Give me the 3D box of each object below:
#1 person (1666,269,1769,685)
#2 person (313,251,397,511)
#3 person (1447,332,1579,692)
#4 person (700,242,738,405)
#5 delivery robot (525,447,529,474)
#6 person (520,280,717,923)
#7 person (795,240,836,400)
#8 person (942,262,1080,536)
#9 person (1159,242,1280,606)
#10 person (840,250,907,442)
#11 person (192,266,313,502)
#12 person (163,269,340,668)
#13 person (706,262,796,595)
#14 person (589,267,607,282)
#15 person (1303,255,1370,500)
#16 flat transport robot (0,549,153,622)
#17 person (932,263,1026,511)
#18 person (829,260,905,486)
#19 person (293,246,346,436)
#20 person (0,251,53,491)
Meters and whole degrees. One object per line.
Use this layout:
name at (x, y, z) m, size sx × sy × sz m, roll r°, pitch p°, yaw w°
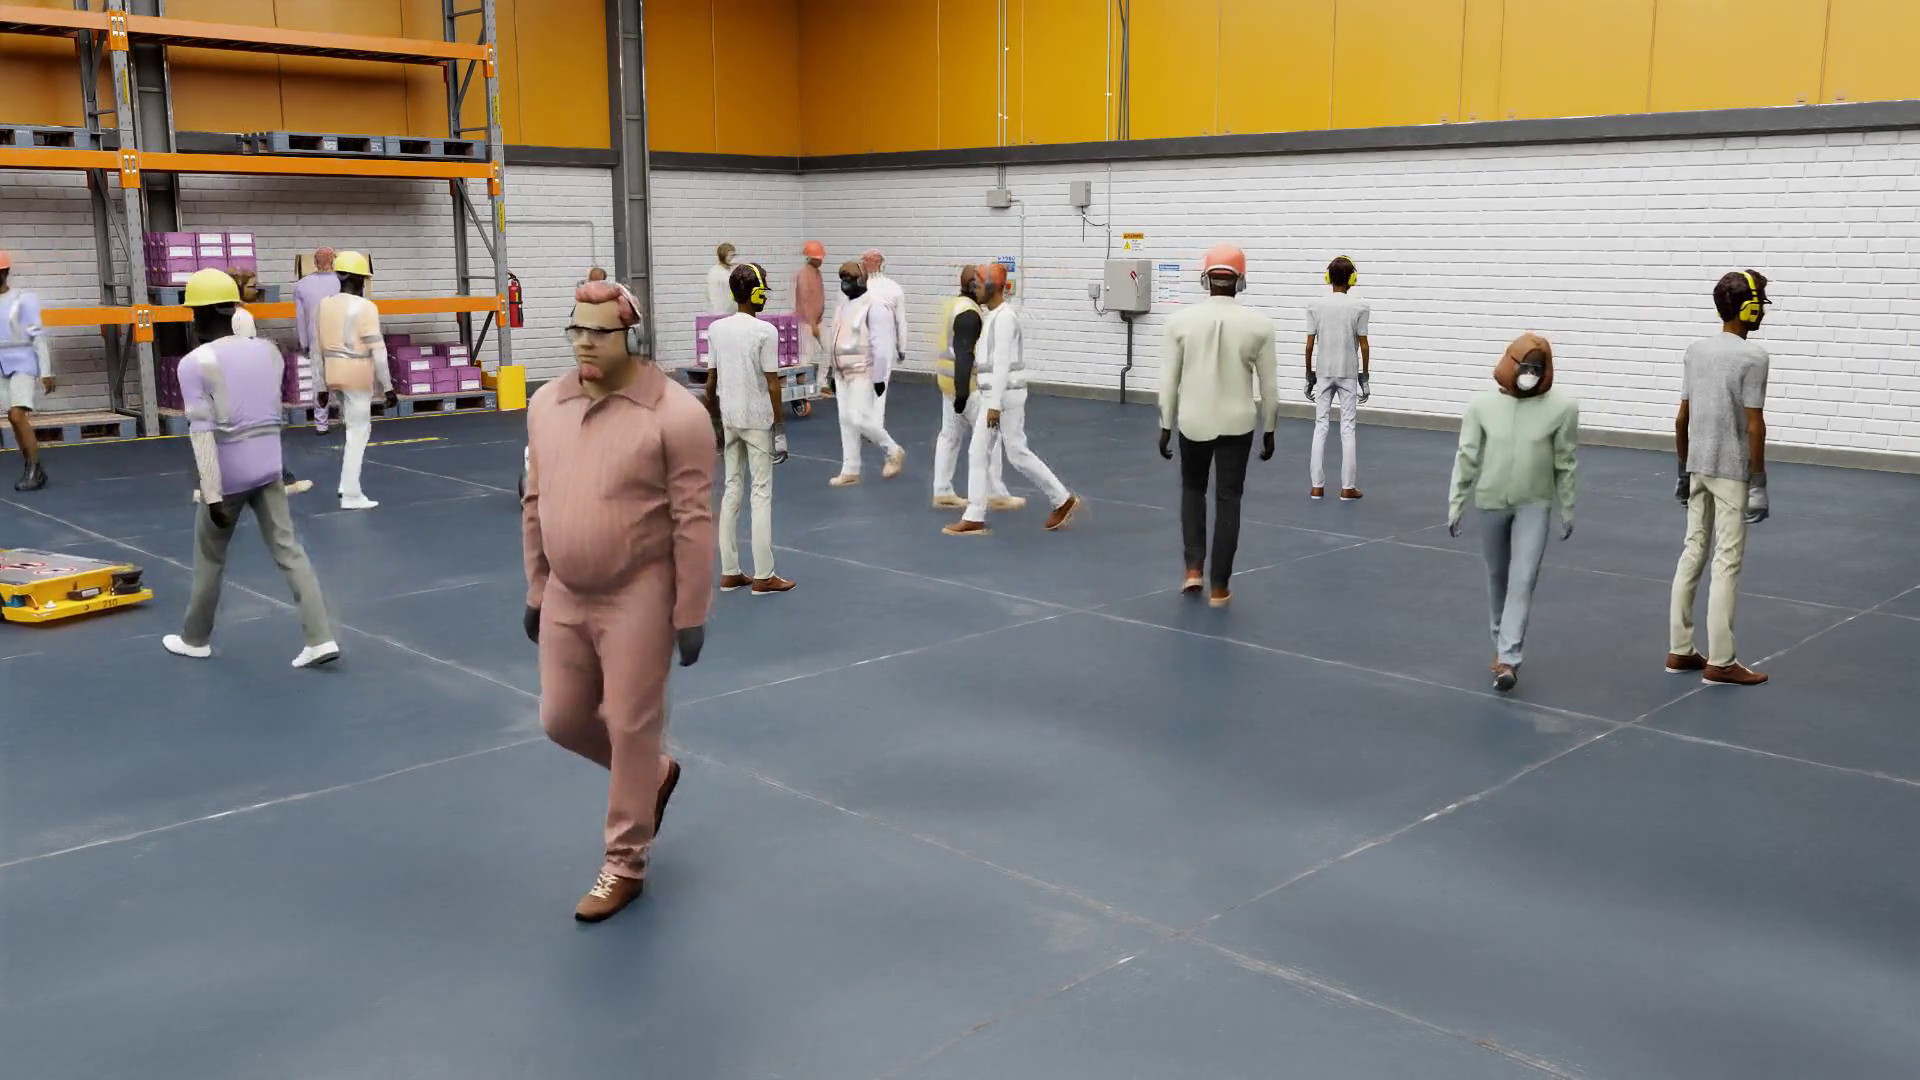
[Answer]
person at (3.464, -0.283, 7.554) m, size 0.335 × 1.873 × 0.521 m, roll -3°, pitch 11°, yaw -16°
person at (-4.467, -1.171, 12.311) m, size 0.594 × 1.905 × 0.516 m, roll 7°, pitch 12°, yaw 32°
person at (2.447, -0.123, 7.421) m, size 0.530 × 1.579 × 0.879 m, roll 5°, pitch 11°, yaw 25°
person at (-2.845, -2.590, 19.962) m, size 0.454 × 1.940 × 0.801 m, roll 3°, pitch 11°, yaw 13°
delivery robot at (-3.073, -0.576, 12.483) m, size 0.477 × 0.478 × 0.707 m, roll -3°, pitch 11°, yaw -18°
person at (-1.031, 0.161, 5.062) m, size 0.662 × 1.891 × 0.611 m, roll 5°, pitch 11°, yaw 23°
person at (-1.757, -2.669, 20.316) m, size 0.605 × 1.959 × 0.637 m, roll 4°, pitch 11°, yaw 19°
person at (0.356, -0.947, 11.229) m, size 0.908 × 1.856 × 0.583 m, roll -2°, pitch 11°, yaw -13°
person at (1.436, -0.639, 9.185) m, size 0.662 × 1.974 × 0.571 m, roll 2°, pitch 11°, yaw 12°
person at (-0.855, -1.934, 16.549) m, size 0.668 × 1.865 × 0.915 m, roll 0°, pitch 10°, yaw 0°
person at (-5.485, -1.181, 12.694) m, size 0.524 × 1.791 × 0.955 m, roll 7°, pitch 12°, yaw 33°
person at (-3.359, -0.321, 7.769) m, size 1.040 × 1.877 × 0.584 m, roll 6°, pitch 12°, yaw 29°
person at (-1.199, -0.625, 9.423) m, size 0.533 × 1.868 × 0.310 m, roll 6°, pitch 12°, yaw 31°
person at (-4.486, -2.589, 20.816) m, size 0.518 × 1.623 × 0.481 m, roll 1°, pitch 10°, yaw 5°
person at (2.892, -1.236, 12.752) m, size 0.516 × 1.872 × 0.327 m, roll 5°, pitch 11°, yaw 24°
flat transport robot at (-5.186, 0.229, 9.125) m, size 1.431 × 0.197 × 0.652 m, roll 6°, pitch 12°, yaw 29°
person at (0.159, -1.118, 12.251) m, size 0.797 × 1.810 × 0.648 m, roll -1°, pitch 10°, yaw -8°
person at (-0.787, -1.339, 13.440) m, size 0.536 × 1.830 × 0.637 m, roll -8°, pitch 13°, yaw -36°
person at (-6.362, -2.006, 16.848) m, size 0.643 × 1.908 × 0.408 m, roll -1°, pitch 10°, yaw -5°
person at (-7.474, -1.331, 13.105) m, size 0.599 × 1.924 × 0.564 m, roll 2°, pitch 11°, yaw 13°
